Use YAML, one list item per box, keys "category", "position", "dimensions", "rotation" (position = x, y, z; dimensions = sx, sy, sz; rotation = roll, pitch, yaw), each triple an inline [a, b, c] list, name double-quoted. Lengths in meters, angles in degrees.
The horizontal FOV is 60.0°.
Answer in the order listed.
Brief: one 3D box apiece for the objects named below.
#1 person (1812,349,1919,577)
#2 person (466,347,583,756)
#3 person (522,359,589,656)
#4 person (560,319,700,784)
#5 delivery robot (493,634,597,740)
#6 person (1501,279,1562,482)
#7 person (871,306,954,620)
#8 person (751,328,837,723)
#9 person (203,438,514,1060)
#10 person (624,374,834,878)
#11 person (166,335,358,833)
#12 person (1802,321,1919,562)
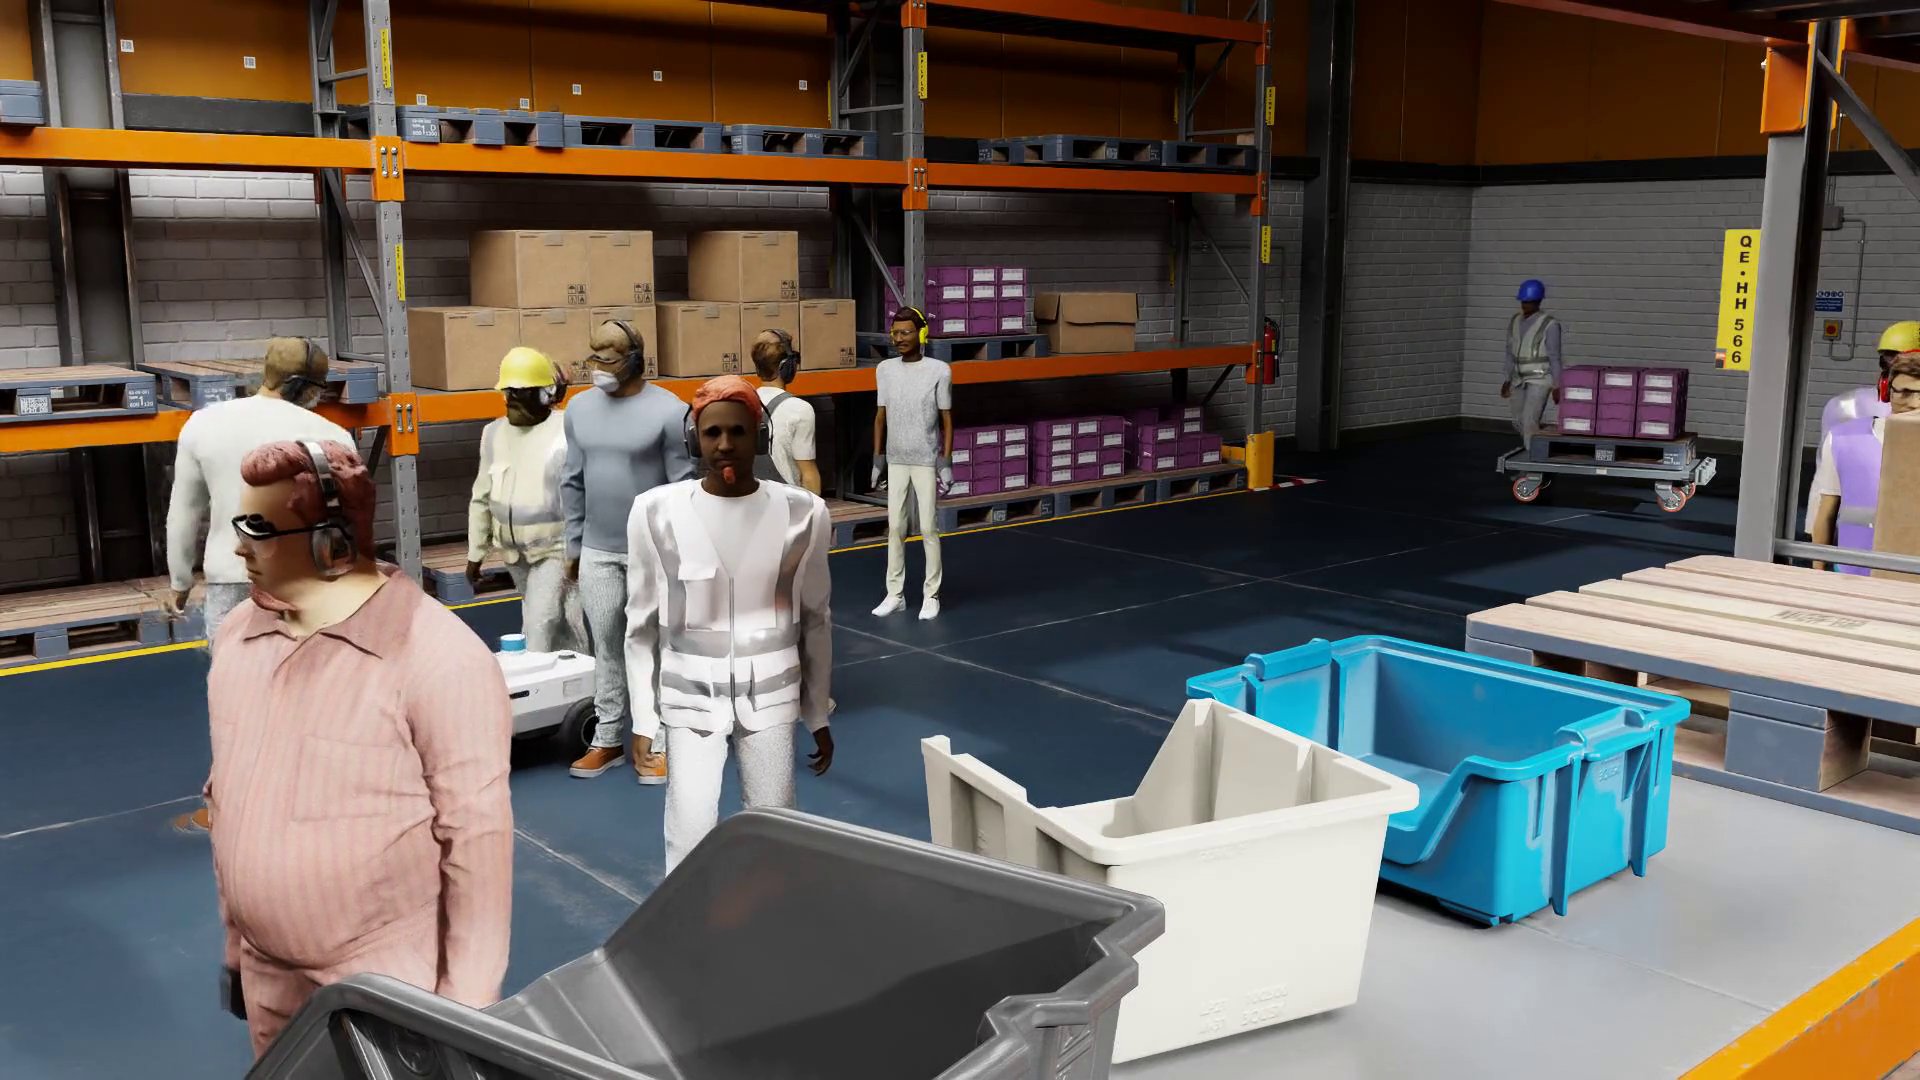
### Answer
- category: "person"
  position: [3.608, 0.178, 6.460]
  dimensions: [0.563, 1.838, 0.388]
  rotation: [4, 11, 20]
- category: "person"
  position: [-1.923, 0.022, 7.505]
  dimensions: [0.615, 1.780, 0.947]
  rotation: [4, 11, 22]
- category: "person"
  position: [-2.117, -0.114, 8.648]
  dimensions: [0.517, 1.639, 0.314]
  rotation: [4, 11, 20]
- category: "person"
  position: [-1.369, 0.052, 6.905]
  dimensions: [0.628, 1.933, 0.377]
  rotation: [4, 11, 20]
- category: "delivery robot"
  position: [-1.913, 0.649, 7.152]
  dimensions: [0.477, 0.478, 0.707]
  rotation: [10, 14, 44]
- category: "person"
  position: [5.437, -1.496, 15.648]
  dimensions: [0.720, 1.915, 0.628]
  rotation: [-5, 11, -24]
- category: "person"
  position: [-0.284, -0.453, 9.910]
  dimensions: [0.528, 1.869, 0.313]
  rotation: [4, 11, 20]
- category: "person"
  position: [-0.841, -0.065, 7.800]
  dimensions: [0.508, 1.847, 0.345]
  rotation: [7, 12, 33]
- category: "person"
  position: [-1.110, 0.763, 3.003]
  dimensions: [0.643, 1.905, 0.400]
  rotation: [5, 11, 25]
- category: "person"
  position: [-0.633, 0.486, 4.611]
  dimensions: [0.572, 1.883, 0.353]
  rotation: [-2, 10, -10]
- category: "person"
  position: [-2.623, 0.190, 6.265]
  dimensions: [0.736, 1.895, 0.370]
  rotation: [-2, 10, -10]
- category: "person"
  position: [4.348, -0.090, 7.871]
  dimensions: [0.628, 1.883, 0.899]
  rotation: [7, 12, 33]
